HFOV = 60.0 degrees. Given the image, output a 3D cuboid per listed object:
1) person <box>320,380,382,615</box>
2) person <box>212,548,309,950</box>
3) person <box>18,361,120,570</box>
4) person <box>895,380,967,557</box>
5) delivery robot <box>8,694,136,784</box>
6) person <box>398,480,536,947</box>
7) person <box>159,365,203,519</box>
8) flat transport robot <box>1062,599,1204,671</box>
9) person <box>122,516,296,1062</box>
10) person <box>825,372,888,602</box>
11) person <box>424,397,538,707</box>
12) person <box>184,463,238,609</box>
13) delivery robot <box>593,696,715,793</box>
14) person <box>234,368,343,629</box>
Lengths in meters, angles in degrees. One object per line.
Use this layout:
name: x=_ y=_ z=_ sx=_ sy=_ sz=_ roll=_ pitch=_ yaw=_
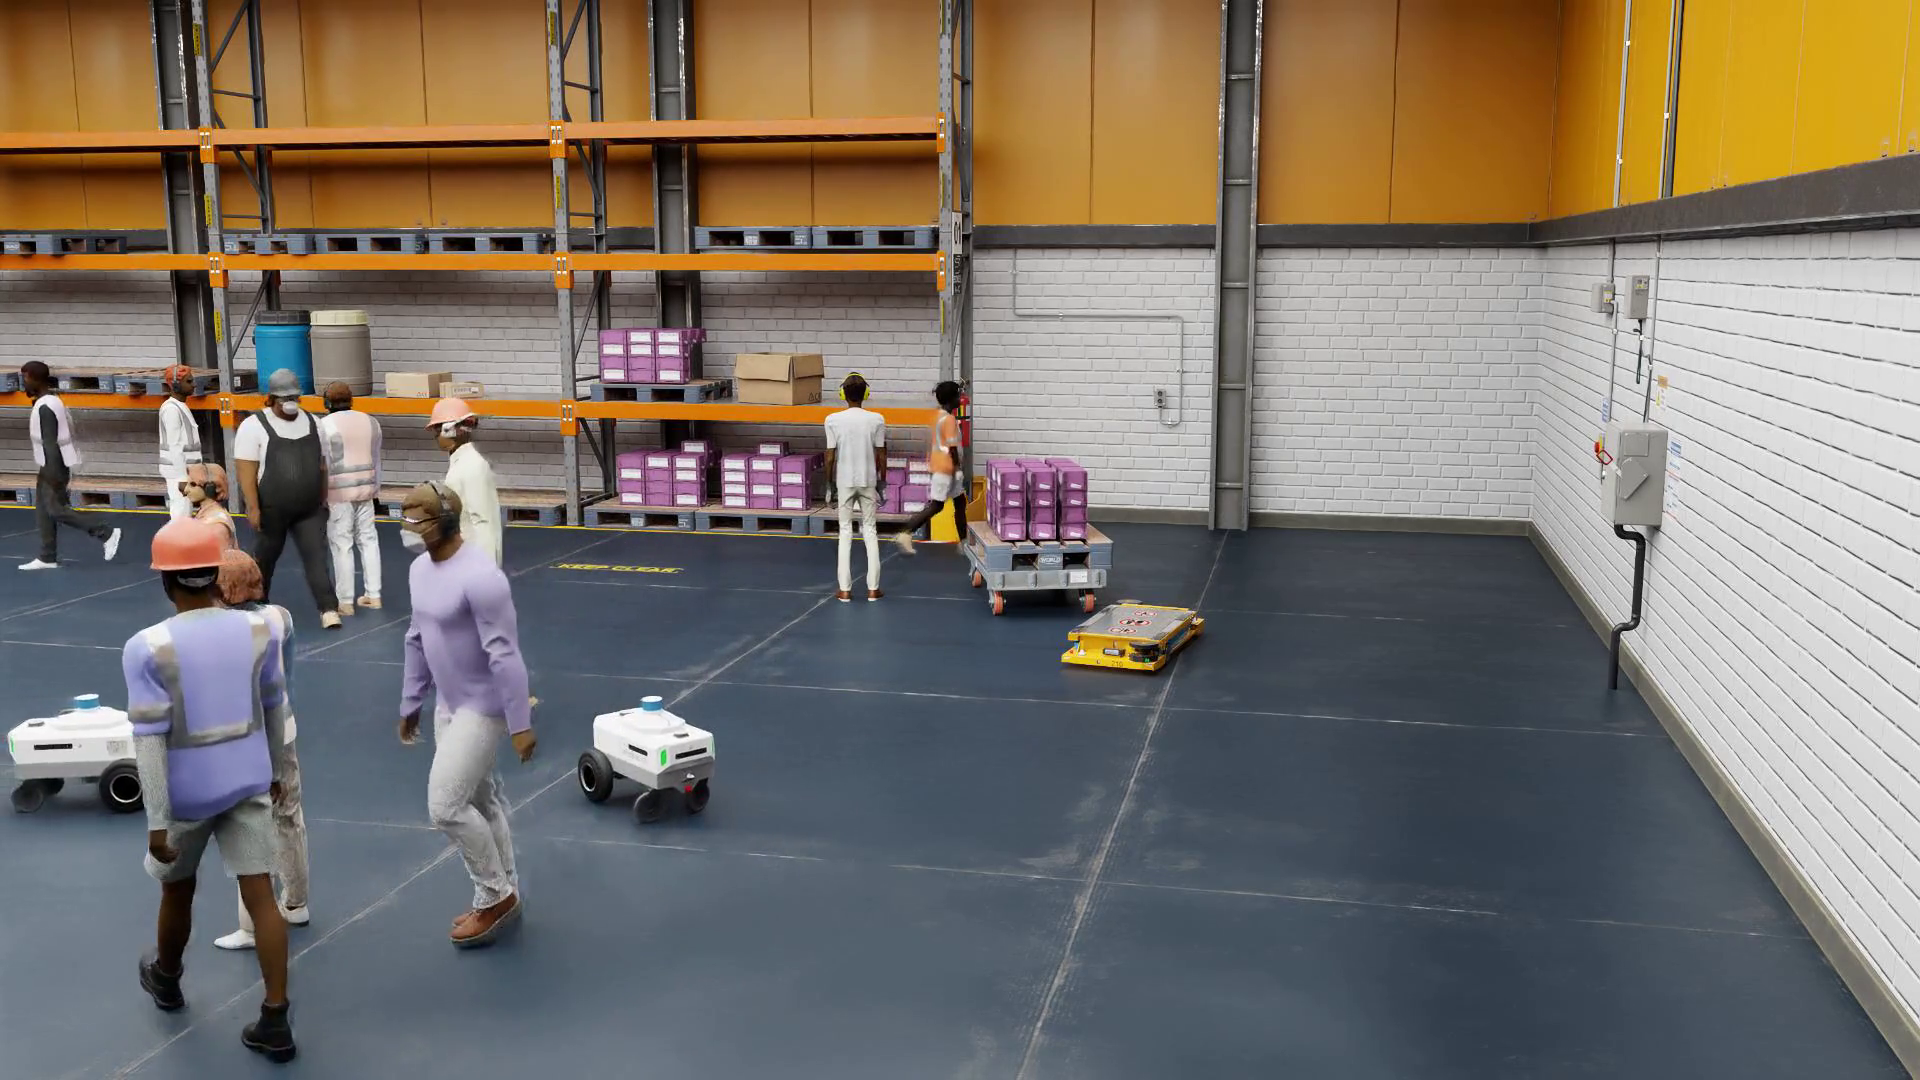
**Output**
person: x=-4.829 y=-0.332 z=13.068 sx=0.430 sy=1.840 sz=0.626 roll=6 pitch=11 yaw=32
person: x=-2.867 y=0.840 z=6.727 sx=0.313 sy=1.637 sz=0.513 roll=3 pitch=10 yaw=17
person: x=-8.064 y=-0.670 z=14.934 sx=0.769 sy=1.893 sz=0.596 roll=-5 pitch=11 yaw=-27
person: x=-0.188 y=-0.664 z=15.545 sx=0.836 sy=1.669 sz=0.528 roll=-1 pitch=10 yaw=-3
delivery robot: x=-4.441 y=1.033 z=8.503 sx=0.707 sy=0.478 sz=0.477 roll=-1 pitch=10 yaw=-8
person: x=-2.003 y=0.702 z=6.725 sx=0.543 sy=1.912 sz=0.700 roll=-9 pitch=13 yaw=-42
person: x=-6.679 y=-0.563 z=14.305 sx=0.359 sy=1.883 sz=0.573 roll=-3 pitch=10 yaw=-19
flat transport robot: x=1.253 y=0.660 z=11.826 sx=0.652 sy=0.197 sz=1.431 roll=4 pitch=10 yaw=21
person: x=-2.673 y=0.853 z=5.924 sx=0.573 sy=1.881 sz=1.000 roll=-9 pitch=13 yaw=-44
person: x=-0.854 y=-0.425 z=13.538 sx=0.546 sy=1.873 sz=0.318 roll=-1 pitch=10 yaw=-6
person: x=-2.918 y=0.121 z=10.053 sx=0.522 sy=1.953 sz=0.702 roll=-4 pitch=10 yaw=-23
person: x=-4.248 y=0.369 z=9.496 sx=0.307 sy=1.643 sz=0.514 roll=-7 pitch=12 yaw=-34
delivery robot: x=-1.560 y=1.040 z=8.465 sx=0.477 sy=0.478 sz=0.707 roll=-9 pitch=13 yaw=-42
person: x=-5.102 y=-0.348 z=12.566 sx=1.025 sy=2.000 sz=0.725 roll=9 pitch=13 yaw=43
